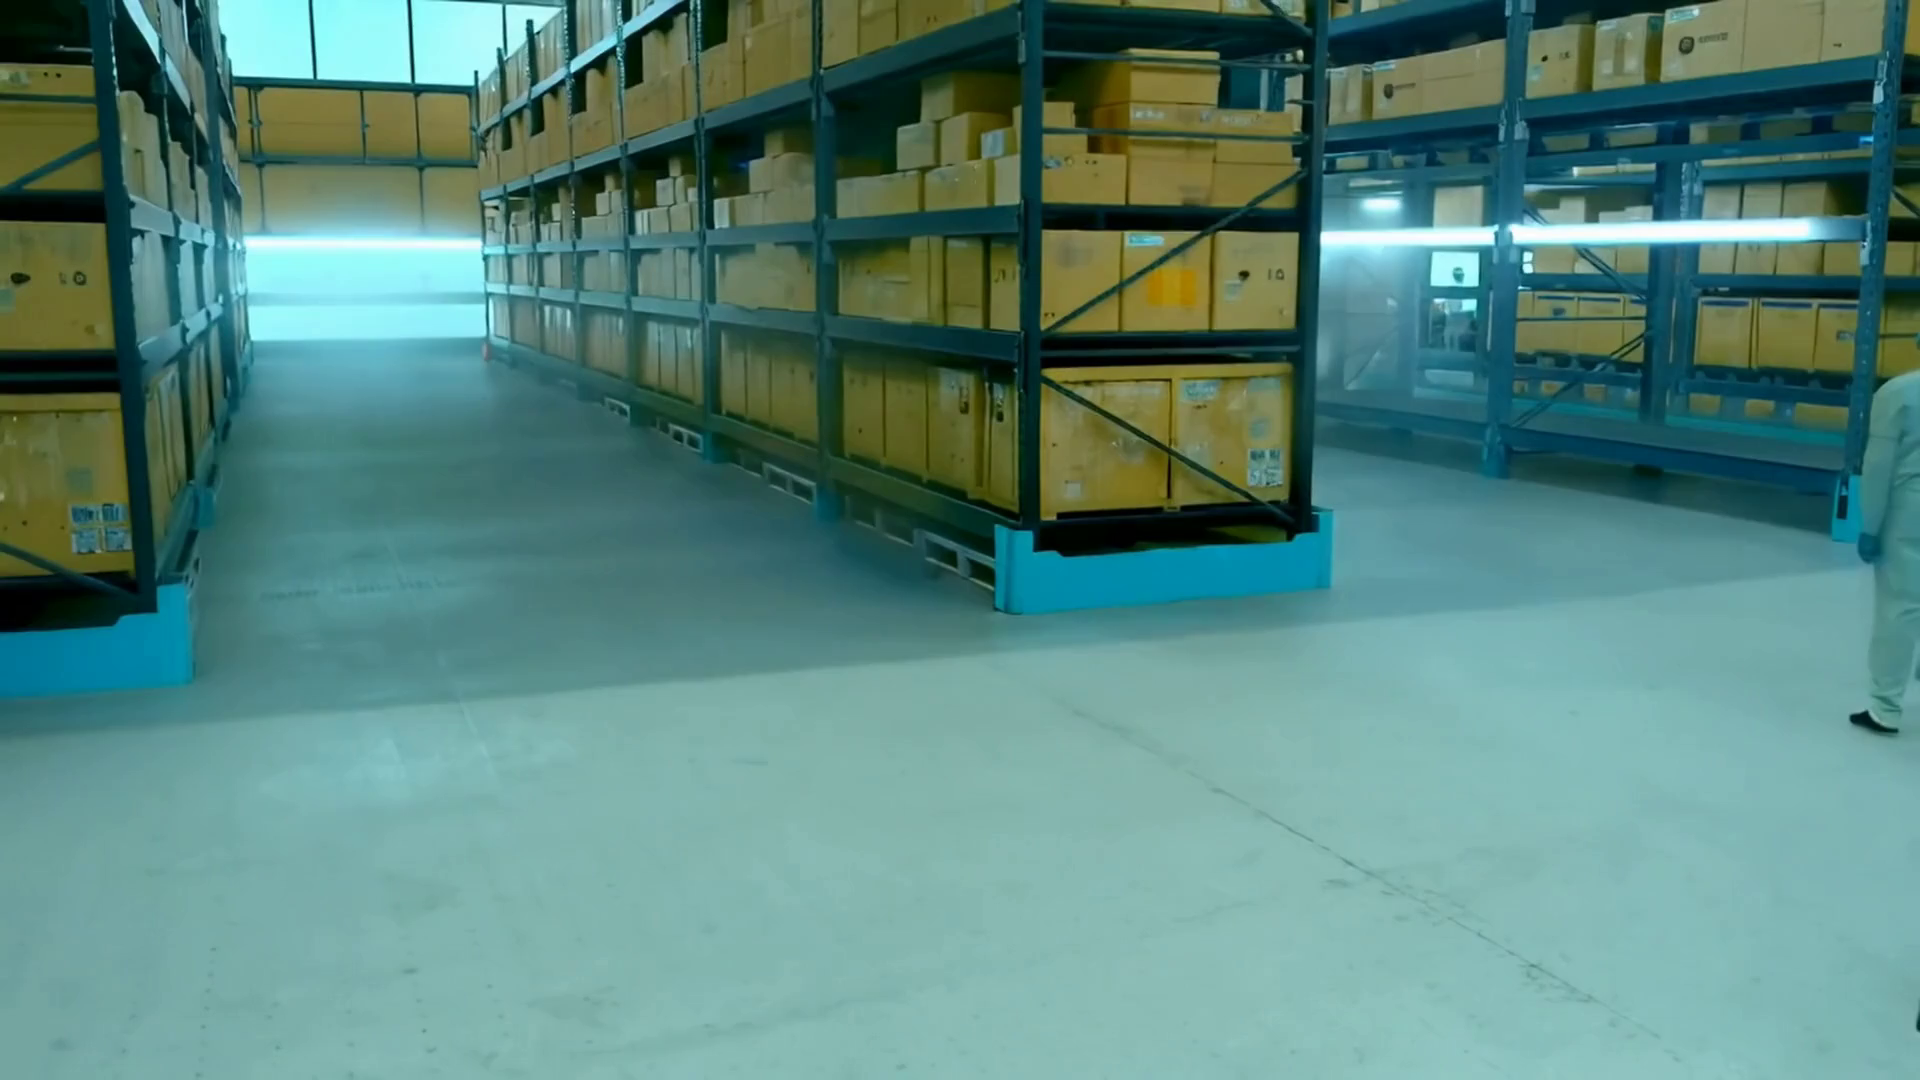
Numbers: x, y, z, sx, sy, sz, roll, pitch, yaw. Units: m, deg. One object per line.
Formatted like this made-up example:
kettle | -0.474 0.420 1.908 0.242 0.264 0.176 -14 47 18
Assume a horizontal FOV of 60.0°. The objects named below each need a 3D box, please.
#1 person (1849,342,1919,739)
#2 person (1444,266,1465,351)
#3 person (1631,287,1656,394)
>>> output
person | 4.246 -0.073 7.260 0.640 1.899 0.396 1 9 4
person | 11.074 -5.123 37.195 0.379 1.996 0.611 -3 10 -16
person | 10.854 -3.174 26.210 0.534 1.766 0.317 -3 10 -15
